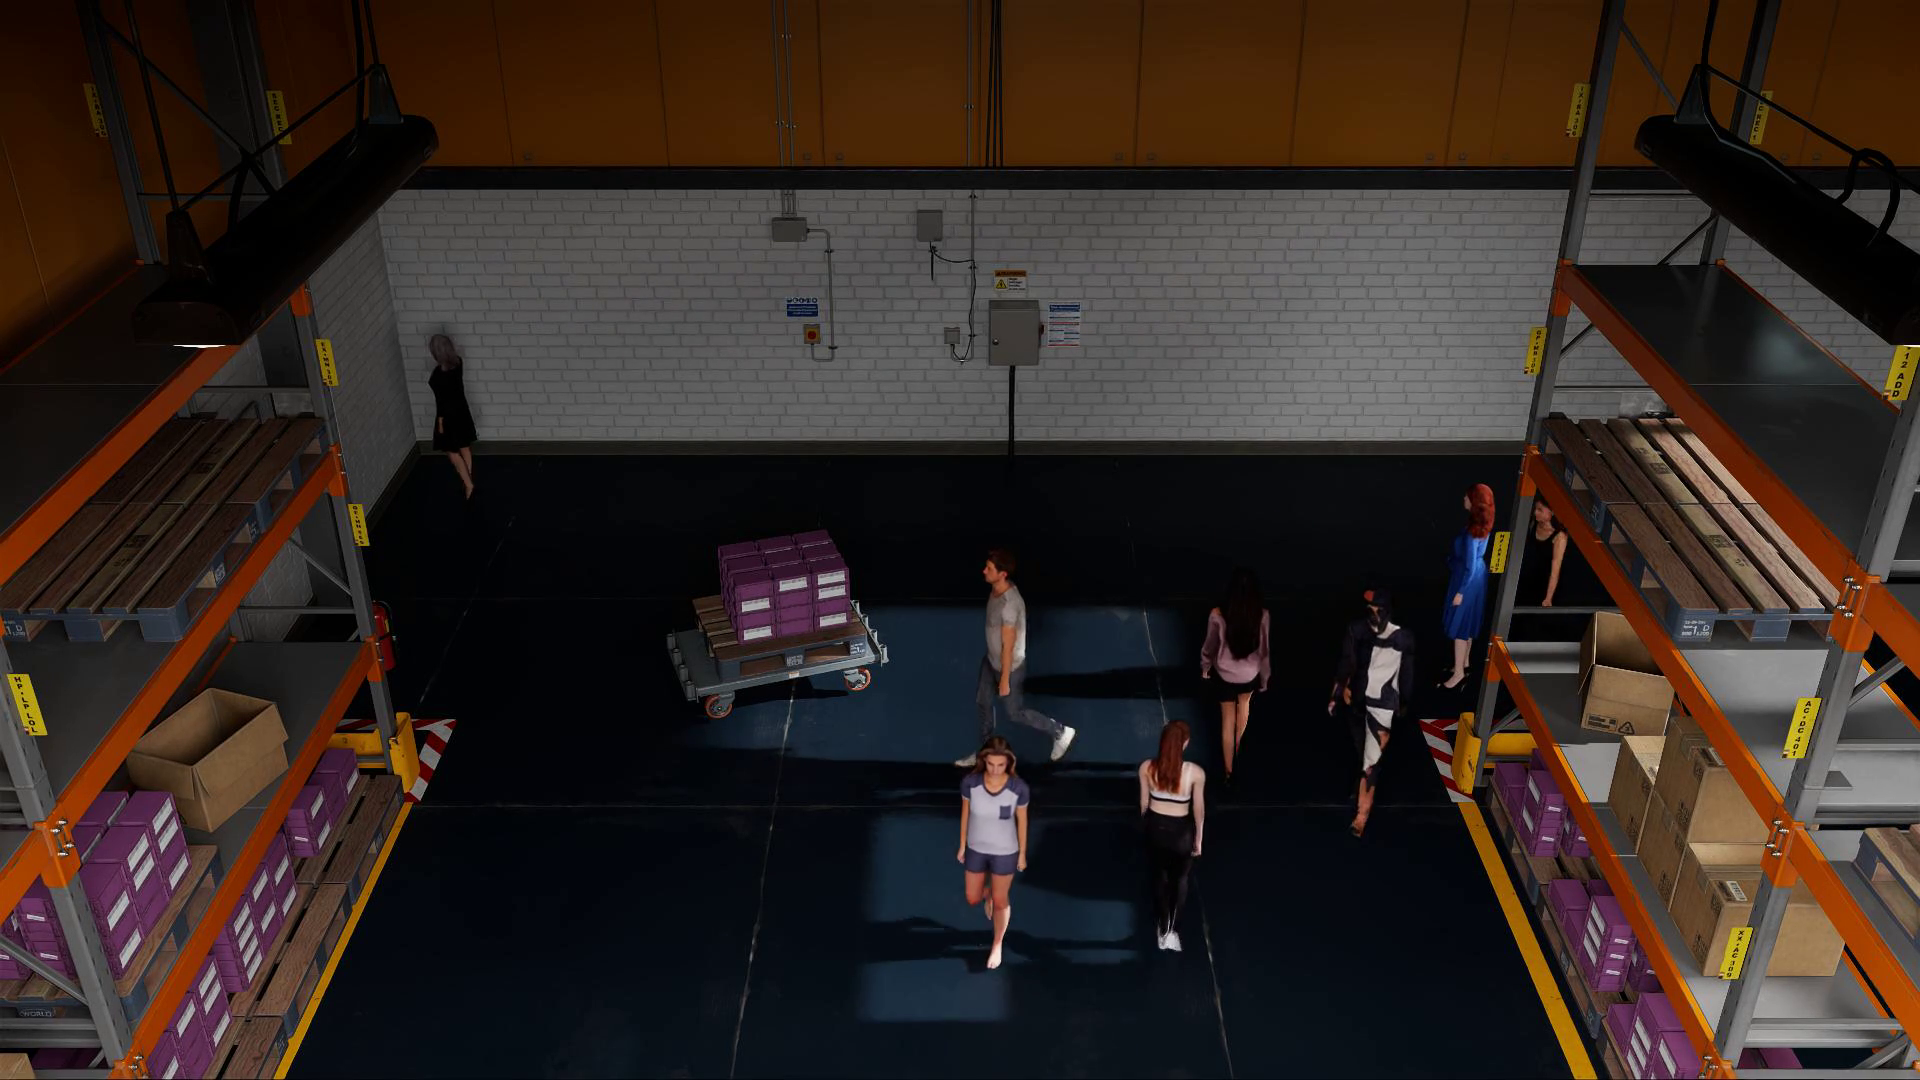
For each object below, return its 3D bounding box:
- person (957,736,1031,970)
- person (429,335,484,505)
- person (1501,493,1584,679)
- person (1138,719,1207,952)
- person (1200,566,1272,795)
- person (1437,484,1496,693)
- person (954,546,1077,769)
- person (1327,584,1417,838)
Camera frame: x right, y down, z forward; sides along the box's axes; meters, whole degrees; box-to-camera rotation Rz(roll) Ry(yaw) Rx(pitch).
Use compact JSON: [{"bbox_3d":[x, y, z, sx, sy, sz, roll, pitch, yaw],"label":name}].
[{"bbox_3d":[0.225,1.907,10.555,0.726,1.717,0.850,8,30,14],"label":"person"},{"bbox_3d":[-4.933,-1.187,16.194,0.781,1.748,0.681,11,31,20],"label":"person"},{"bbox_3d":[4.748,0.381,13.407,0.919,1.664,1.084,-12,31,-21],"label":"person"},{"bbox_3d":[1.298,1.929,10.494,0.672,1.736,0.800,7,29,13],"label":"person"},{"bbox_3d":[2.014,1.060,12.029,0.657,1.792,0.750,1,29,1],"label":"person"},{"bbox_3d":[4.034,0.389,13.222,0.775,1.827,0.673,15,32,26],"label":"person"},{"bbox_3d":[0.428,0.902,12.240,0.925,1.867,1.160,-7,29,-12],"label":"person"},{"bbox_3d":[2.956,1.100,11.892,1.017,1.853,1.184,15,32,26],"label":"person"}]
